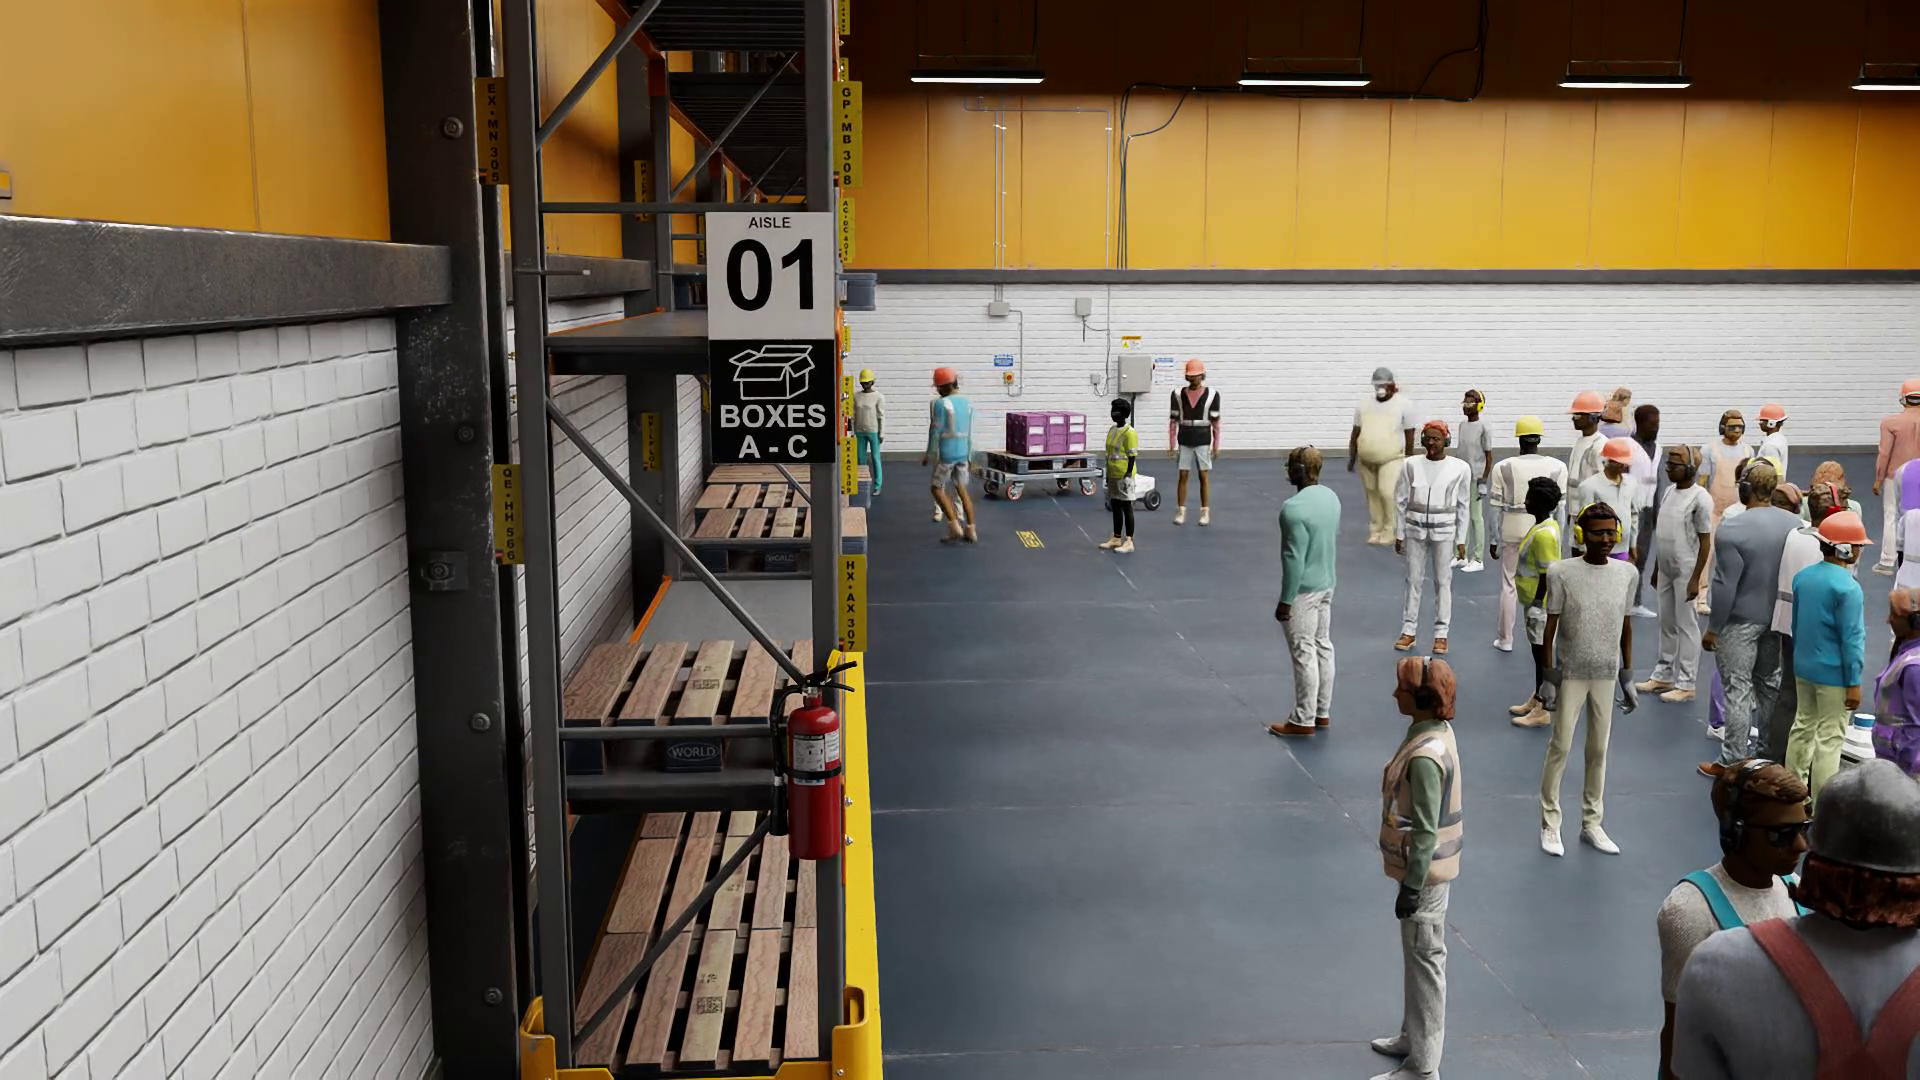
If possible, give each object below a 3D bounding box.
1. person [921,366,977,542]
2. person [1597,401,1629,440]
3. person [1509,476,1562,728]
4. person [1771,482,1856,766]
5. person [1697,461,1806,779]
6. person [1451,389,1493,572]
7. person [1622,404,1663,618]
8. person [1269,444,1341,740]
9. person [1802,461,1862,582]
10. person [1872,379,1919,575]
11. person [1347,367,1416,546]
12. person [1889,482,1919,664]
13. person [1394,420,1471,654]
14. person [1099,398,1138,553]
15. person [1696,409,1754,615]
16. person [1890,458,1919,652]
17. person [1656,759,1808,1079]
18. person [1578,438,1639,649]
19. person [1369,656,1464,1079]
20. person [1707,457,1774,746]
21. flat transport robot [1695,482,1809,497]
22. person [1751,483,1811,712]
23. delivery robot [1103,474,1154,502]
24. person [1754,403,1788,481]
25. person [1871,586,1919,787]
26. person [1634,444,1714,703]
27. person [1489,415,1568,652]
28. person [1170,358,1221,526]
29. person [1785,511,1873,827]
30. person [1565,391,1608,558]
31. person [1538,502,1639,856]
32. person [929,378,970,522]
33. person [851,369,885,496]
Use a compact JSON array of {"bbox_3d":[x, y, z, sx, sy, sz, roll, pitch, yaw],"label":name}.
[{"bbox_3d":[-0.090,-0.949,18.754,0.505,2.008,0.621,7,11,36],"label":"person"},{"bbox_3d":[7.249,-0.737,18.613,0.283,1.634,0.498,-8,12,-40],"label":"person"},{"bbox_3d":[3.891,0.414,11.191,0.320,1.698,0.531,3,10,18],"label":"person"},{"bbox_3d":[4.961,0.579,9.690,0.382,1.845,0.571,-2,9,-11],"label":"person"},{"bbox_3d":[4.715,0.494,9.934,0.627,1.940,0.373,-3,10,-20],"label":"person"},{"bbox_3d":[5.228,-0.612,17.077,0.326,1.876,0.520,-4,10,-23],"label":"person"},{"bbox_3d":[6.012,-0.260,14.753,0.612,1.908,0.440,-7,11,-36],"label":"person"},{"bbox_3d":[2.265,0.339,10.906,0.375,1.939,0.628,7,11,38],"label":"person"},{"bbox_3d":[6.562,0.213,12.653,0.500,1.633,0.285,7,11,36],"label":"person"},{"bbox_3d":[9.573,-0.633,16.829,0.624,1.993,0.385,1,9,6],"label":"person"},{"bbox_3d":[4.668,-0.938,18.605,0.695,2.000,0.599,7,11,37],"label":"person"},{"bbox_3d":[6.737,0.349,11.602,0.320,1.695,0.538,-1,9,-6],"label":"person"},{"bbox_3d":[3.789,-0.028,13.388,0.573,1.883,0.355,5,10,27],"label":"person"},{"bbox_3d":[1.754,-0.708,18.237,0.318,1.697,0.535,-4,10,-24],"label":"person"},{"bbox_3d":[6.827,-0.244,14.861,0.506,1.847,0.343,-1,9,-5],"label":"person"},{"bbox_3d":[7.667,0.034,13.158,0.429,1.837,0.626,-3,9,-16],"label":"person"},{"bbox_3d":[1.961,1.451,4.217,0.508,1.846,0.345,-6,11,-33],"label":"person"},{"bbox_3d":[5.246,0.038,13.434,0.573,1.738,0.355,-3,10,-20],"label":"person"},{"bbox_3d":[1.717,1.235,6.217,0.307,1.641,0.514,3,9,16],"label":"person"},{"bbox_3d":[5.100,0.389,10.807,0.328,1.874,0.512,9,12,43],"label":"person"},{"bbox_3d":[10.511,-0.620,22.141,0.652,0.197,1.431,-4,10,-25],"label":"flat transport robot"},{"bbox_3d":[5.572,0.421,11.338,0.523,1.636,0.311,7,12,38],"label":"person"},{"bbox_3d":[2.168,-0.692,21.420,0.707,0.478,0.477,-7,12,-39],"label":"delivery robot"},{"bbox_3d":[8.125,-0.499,16.745,0.325,1.752,0.559,5,10,30],"label":"person"},{"bbox_3d":[4.316,1.018,7.589,0.309,1.637,0.512,5,10,30],"label":"person"},{"bbox_3d":[5.111,0.236,11.846,0.344,1.847,0.505,-2,9,-11],"label":"person"},{"bbox_3d":[4.547,-0.042,13.371,0.586,1.919,0.394,2,9,11],"label":"person"},{"bbox_3d":[2.846,-1.186,20.180,0.610,2.037,0.387,3,9,16],"label":"person"},{"bbox_3d":[4.785,0.712,9.142,0.324,1.752,0.560,-1,9,-4],"label":"person"},{"bbox_3d":[5.362,-0.256,14.317,0.378,2.044,0.607,0,9,2],"label":"person"},{"bbox_3d":[3.293,0.724,8.707,0.512,1.873,0.329,-1,9,-4],"label":"person"},{"bbox_3d":[-0.125,-1.139,20.480,0.508,1.846,0.345,0,9,-1],"label":"person"},{"bbox_3d":[-1.275,-1.479,22.896,0.524,1.761,0.338,4,10,25],"label":"person"}]
